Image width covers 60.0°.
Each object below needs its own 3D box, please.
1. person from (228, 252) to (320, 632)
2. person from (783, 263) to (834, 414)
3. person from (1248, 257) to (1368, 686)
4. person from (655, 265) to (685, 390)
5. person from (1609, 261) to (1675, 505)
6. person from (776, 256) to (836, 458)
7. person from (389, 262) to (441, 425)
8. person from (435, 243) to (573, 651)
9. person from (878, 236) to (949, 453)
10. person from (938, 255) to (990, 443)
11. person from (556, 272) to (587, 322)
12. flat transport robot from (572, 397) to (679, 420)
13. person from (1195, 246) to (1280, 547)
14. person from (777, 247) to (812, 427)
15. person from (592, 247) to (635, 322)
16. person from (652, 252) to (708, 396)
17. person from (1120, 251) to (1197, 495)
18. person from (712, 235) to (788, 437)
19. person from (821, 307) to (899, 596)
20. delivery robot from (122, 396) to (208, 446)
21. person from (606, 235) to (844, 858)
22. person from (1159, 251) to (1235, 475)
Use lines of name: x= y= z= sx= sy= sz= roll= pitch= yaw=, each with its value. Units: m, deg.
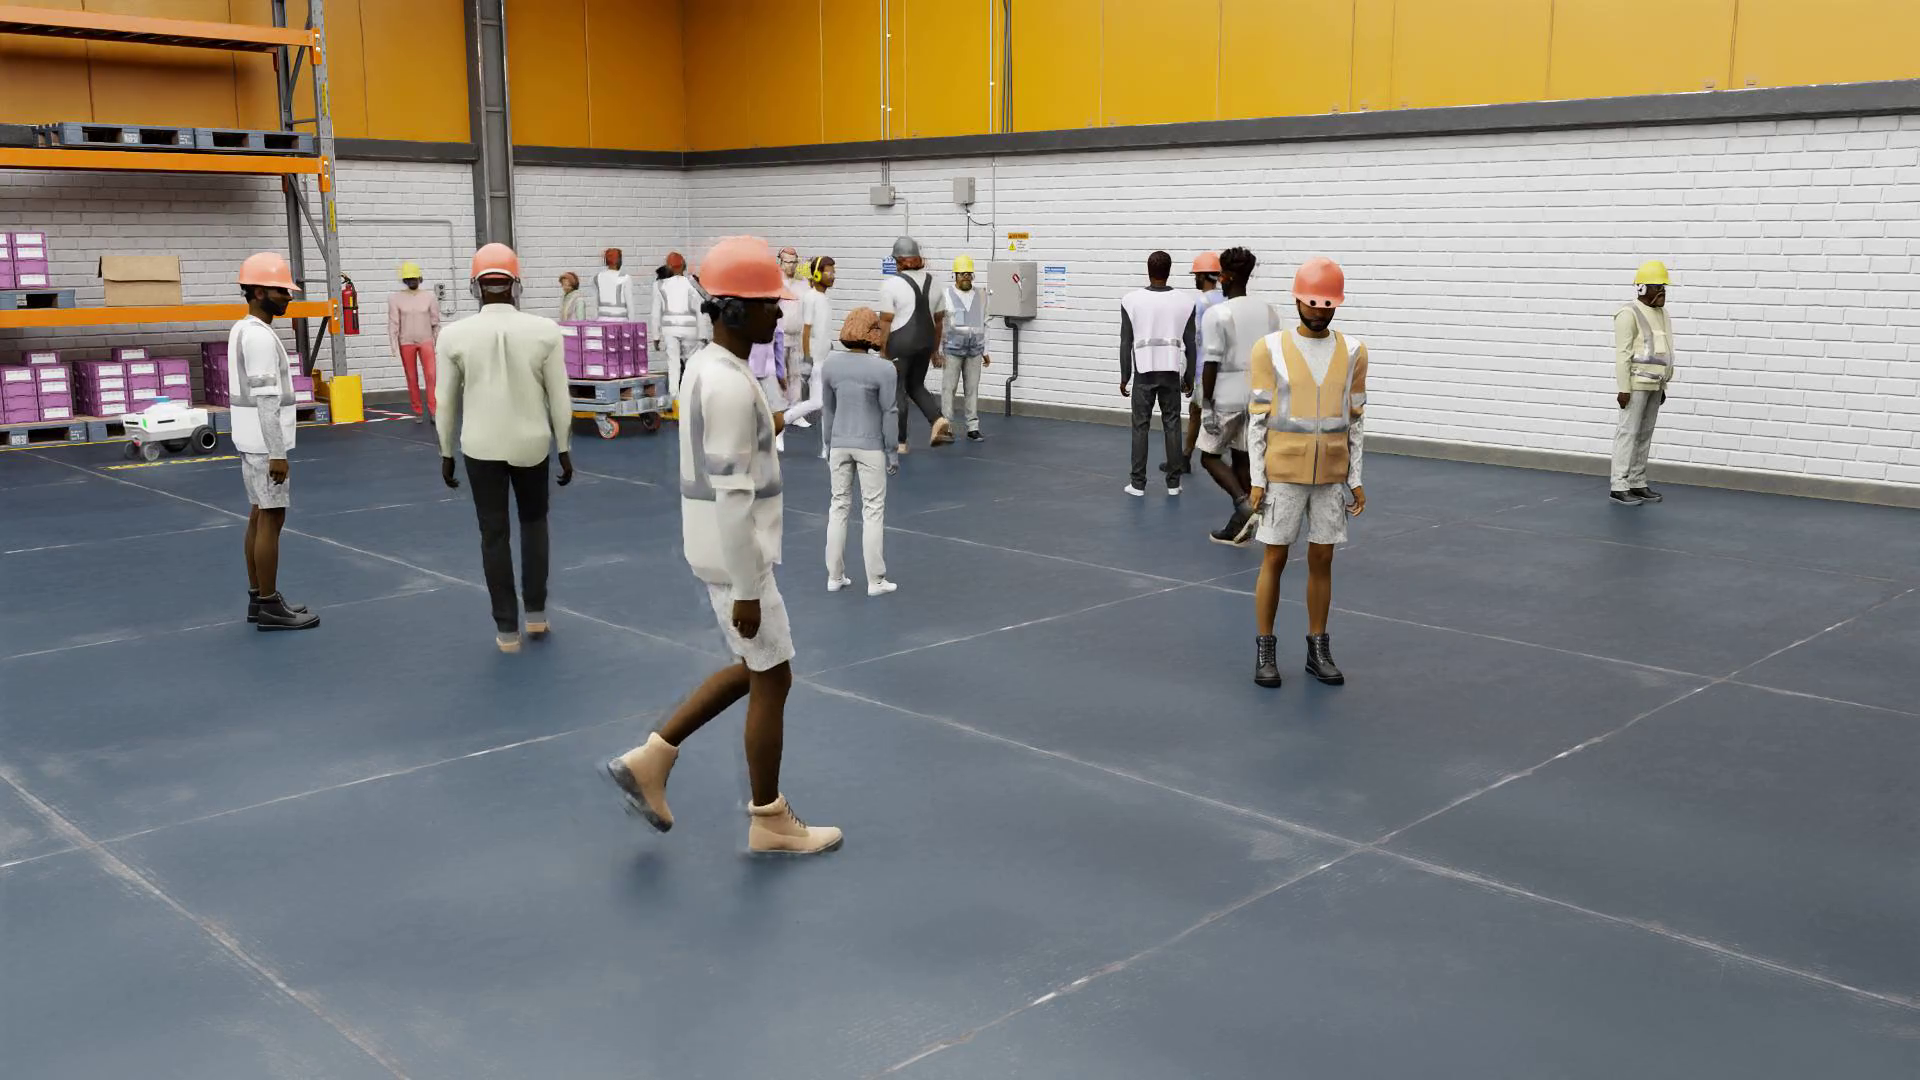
person: x=-3.545 y=-0.503 z=8.575 sx=0.374 sy=1.933 sz=0.550 roll=-6 pitch=12 yaw=-30
person: x=-1.611 y=-2.157 z=18.196 sx=0.880 sy=1.718 sz=0.534 roll=1 pitch=10 yaw=7
person: x=1.564 y=-0.296 z=7.466 sx=0.543 sy=1.928 sz=0.373 roll=-1 pitch=10 yaw=-6
person: x=-3.374 y=-2.472 z=20.041 sx=0.561 sy=1.662 sz=0.588 roll=-2 pitch=11 yaw=-11
person: x=5.168 y=-1.184 z=12.569 sx=0.602 sy=1.830 sz=0.404 roll=-8 pitch=13 yaw=-39
person: x=-1.358 y=-1.640 z=15.040 sx=0.705 sy=1.848 sz=0.534 roll=3 pitch=11 yaw=17
person: x=-5.769 y=-2.067 z=17.655 sx=0.538 sy=1.731 sz=0.825 roll=-4 pitch=11 yaw=-19
person: x=-2.260 y=-0.464 z=8.235 sx=0.646 sy=1.975 sz=0.671 roll=-4 pitch=11 yaw=-18
person: x=-0.479 y=-1.807 z=15.397 sx=0.691 sy=2.000 sz=0.662 roll=-9 pitch=14 yaw=-41
person: x=0.029 y=-1.868 z=16.296 sx=0.586 sy=1.833 sz=0.403 roll=-4 pitch=11 yaw=-21
person: x=-4.426 y=-2.274 z=19.097 sx=0.393 sy=1.608 sz=0.555 roll=-8 pitch=13 yaw=-38
flat transport robot: x=-3.530 y=-1.471 z=18.390 sx=1.431 sy=0.197 sz=0.652 roll=2 pitch=11 yaw=11
person: x=1.813 y=-0.899 z=10.669 sx=0.602 sy=1.953 sz=0.533 roll=-6 pitch=12 yaw=-29
person: x=-1.808 y=-2.114 z=17.456 sx=0.638 sy=1.903 sz=0.408 roll=-7 pitch=13 yaw=-35
person: x=-4.294 y=-2.693 z=20.695 sx=0.601 sy=1.872 sz=0.388 roll=3 pitch=11 yaw=18
person: x=-3.199 y=-2.352 z=18.953 sx=0.629 sy=1.846 sz=0.967 roll=-1 pitch=10 yaw=-4
person: x=1.554 y=-1.297 z=13.012 sx=0.608 sy=1.905 sz=0.406 roll=-1 pitch=10 yaw=-6
person: x=-1.569 y=-1.269 z=12.508 sx=0.629 sy=2.025 sz=0.444 roll=-9 pitch=13 yaw=-39
person: x=-0.565 y=-0.501 z=9.422 sx=0.496 sy=1.625 sz=0.287 roll=5 pitch=12 yaw=27
delivery robot: x=-7.261 y=-1.075 z=15.204 sx=0.477 sy=0.478 sz=0.707 roll=5 pitch=12 yaw=27
person: x=-0.757 y=0.048 z=5.331 sx=0.663 sy=2.024 sz=0.635 roll=-3 pitch=11 yaw=-15
person: x=2.098 y=-1.447 z=13.842 sx=0.971 sy=1.899 sz=0.557 roll=9 pitch=14 yaw=41
